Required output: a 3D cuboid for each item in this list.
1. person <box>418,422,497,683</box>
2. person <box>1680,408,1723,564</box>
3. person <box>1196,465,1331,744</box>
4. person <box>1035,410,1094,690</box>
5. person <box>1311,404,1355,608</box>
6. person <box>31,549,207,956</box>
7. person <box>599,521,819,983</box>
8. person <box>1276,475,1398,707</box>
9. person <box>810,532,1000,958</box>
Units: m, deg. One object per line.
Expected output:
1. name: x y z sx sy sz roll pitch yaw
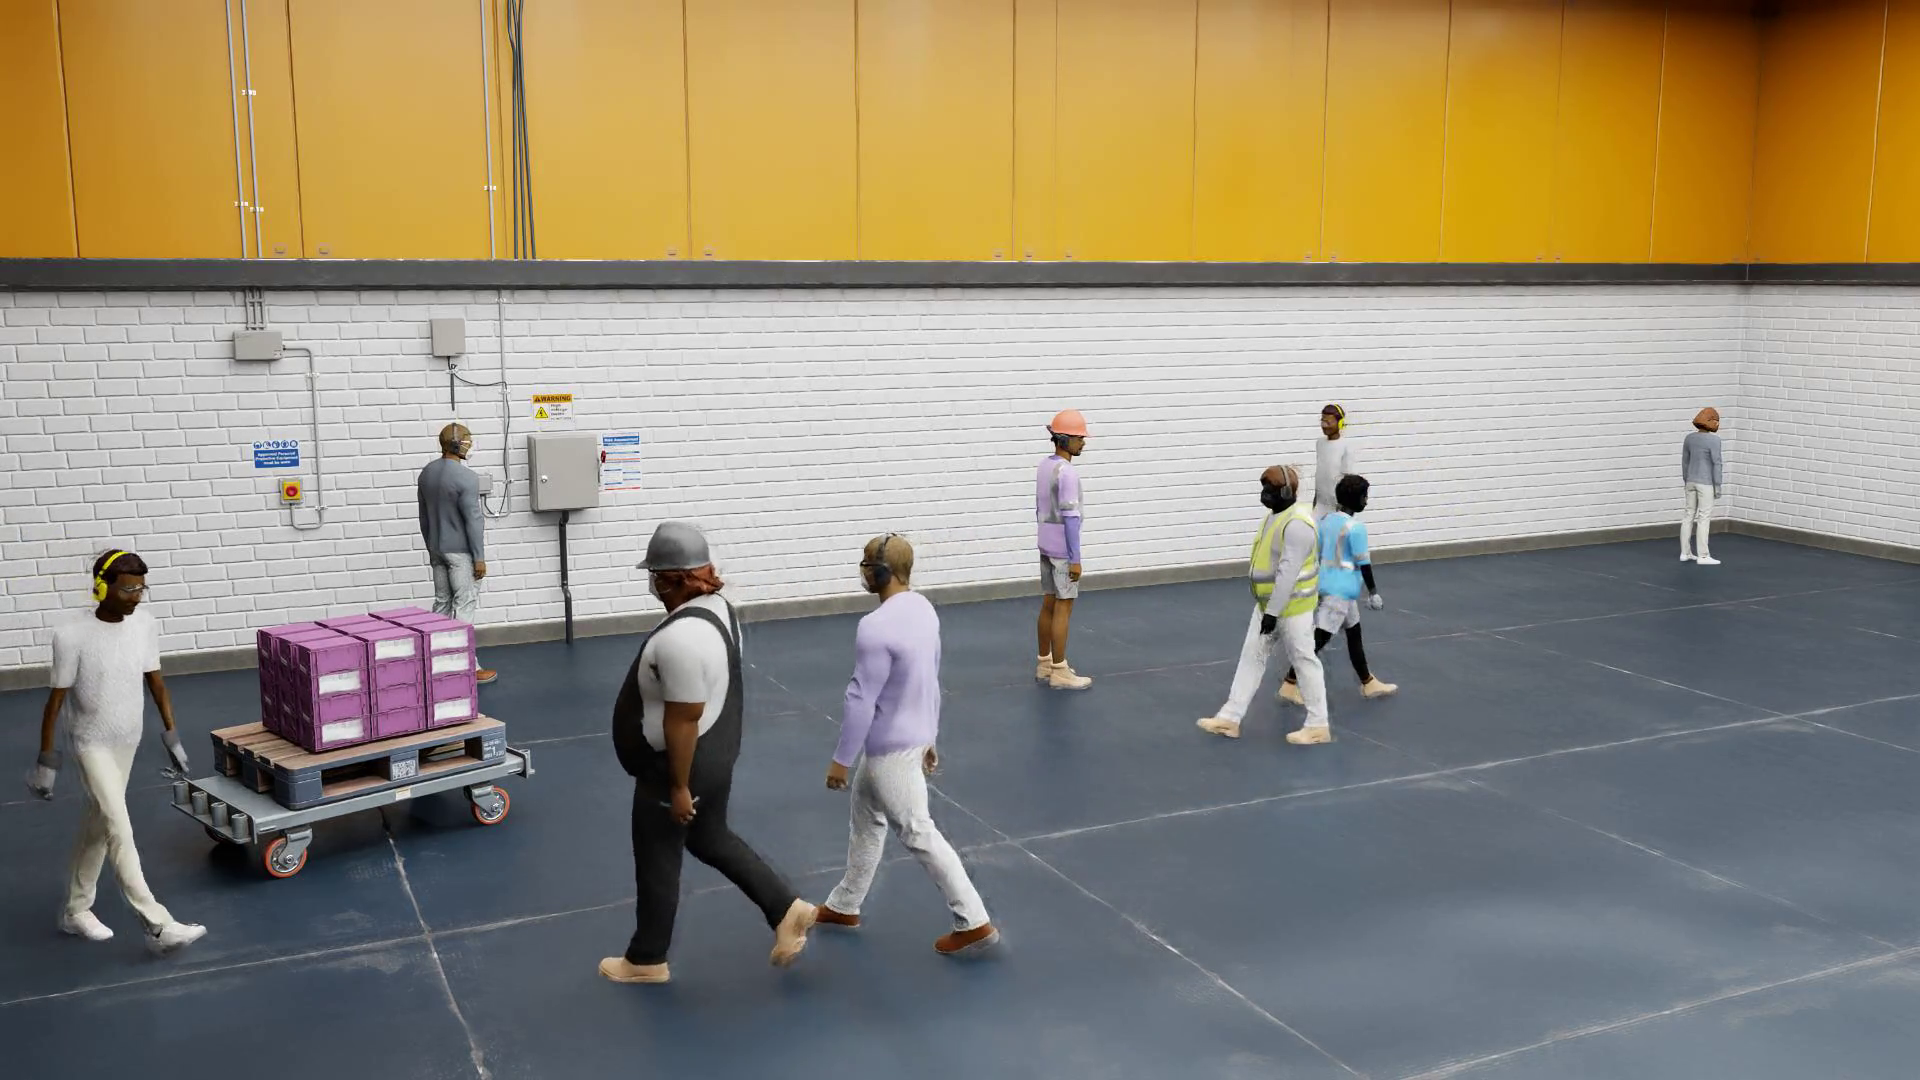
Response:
1. person: -3.721 0.102 12.260 0.635 1.935 0.350 7 11 36
2. person: 7.735 -0.565 17.335 0.279 1.633 0.497 -3 10 -19
3. person: 1.975 0.427 10.655 0.927 1.802 0.642 -2 9 -10
4. person: 0.765 0.066 12.159 0.383 2.039 0.614 -3 10 -17
5. person: 3.266 -0.292 14.945 0.535 1.854 0.570 -5 11 -30
6. person: -3.720 0.948 7.395 0.977 1.809 0.540 4 10 21
7. person: -1.090 0.891 7.043 0.868 2.000 0.690 1 9 9
8. person: 2.639 0.355 11.627 0.939 1.640 0.529 -1 9 -9
9. person: -0.263 0.908 7.413 1.004 1.900 0.642 3 10 16
